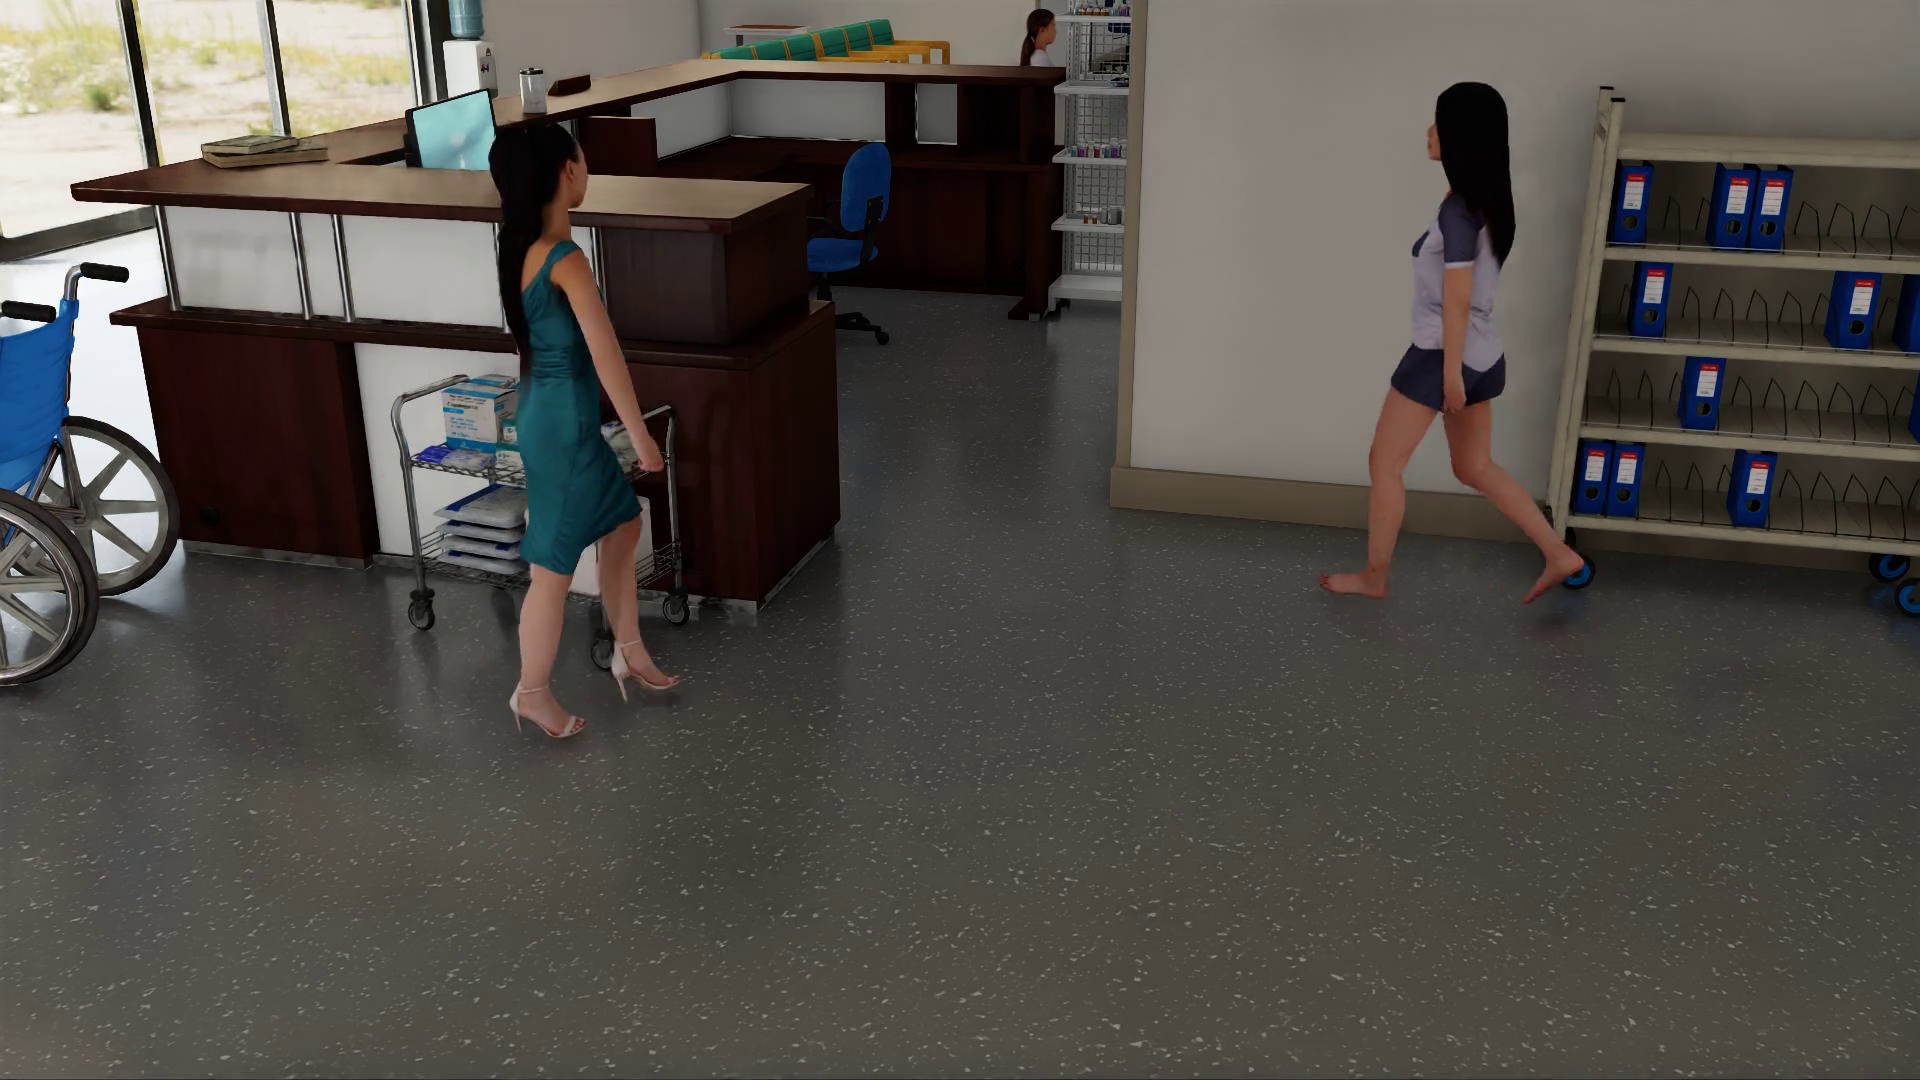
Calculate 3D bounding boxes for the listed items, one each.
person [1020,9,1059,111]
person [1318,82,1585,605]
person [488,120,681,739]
[{"bbox_3d":[0.529,-2.917,11.653,0.644,1.561,0.610,-5,21,-12],"label":"person"},{"bbox_3d":[1.635,-0.555,5.251,1.106,1.678,0.774,11,24,27],"label":"person"},{"bbox_3d":[-1.141,-0.237,4.430,0.872,1.666,0.808,-9,23,-23],"label":"person"}]
